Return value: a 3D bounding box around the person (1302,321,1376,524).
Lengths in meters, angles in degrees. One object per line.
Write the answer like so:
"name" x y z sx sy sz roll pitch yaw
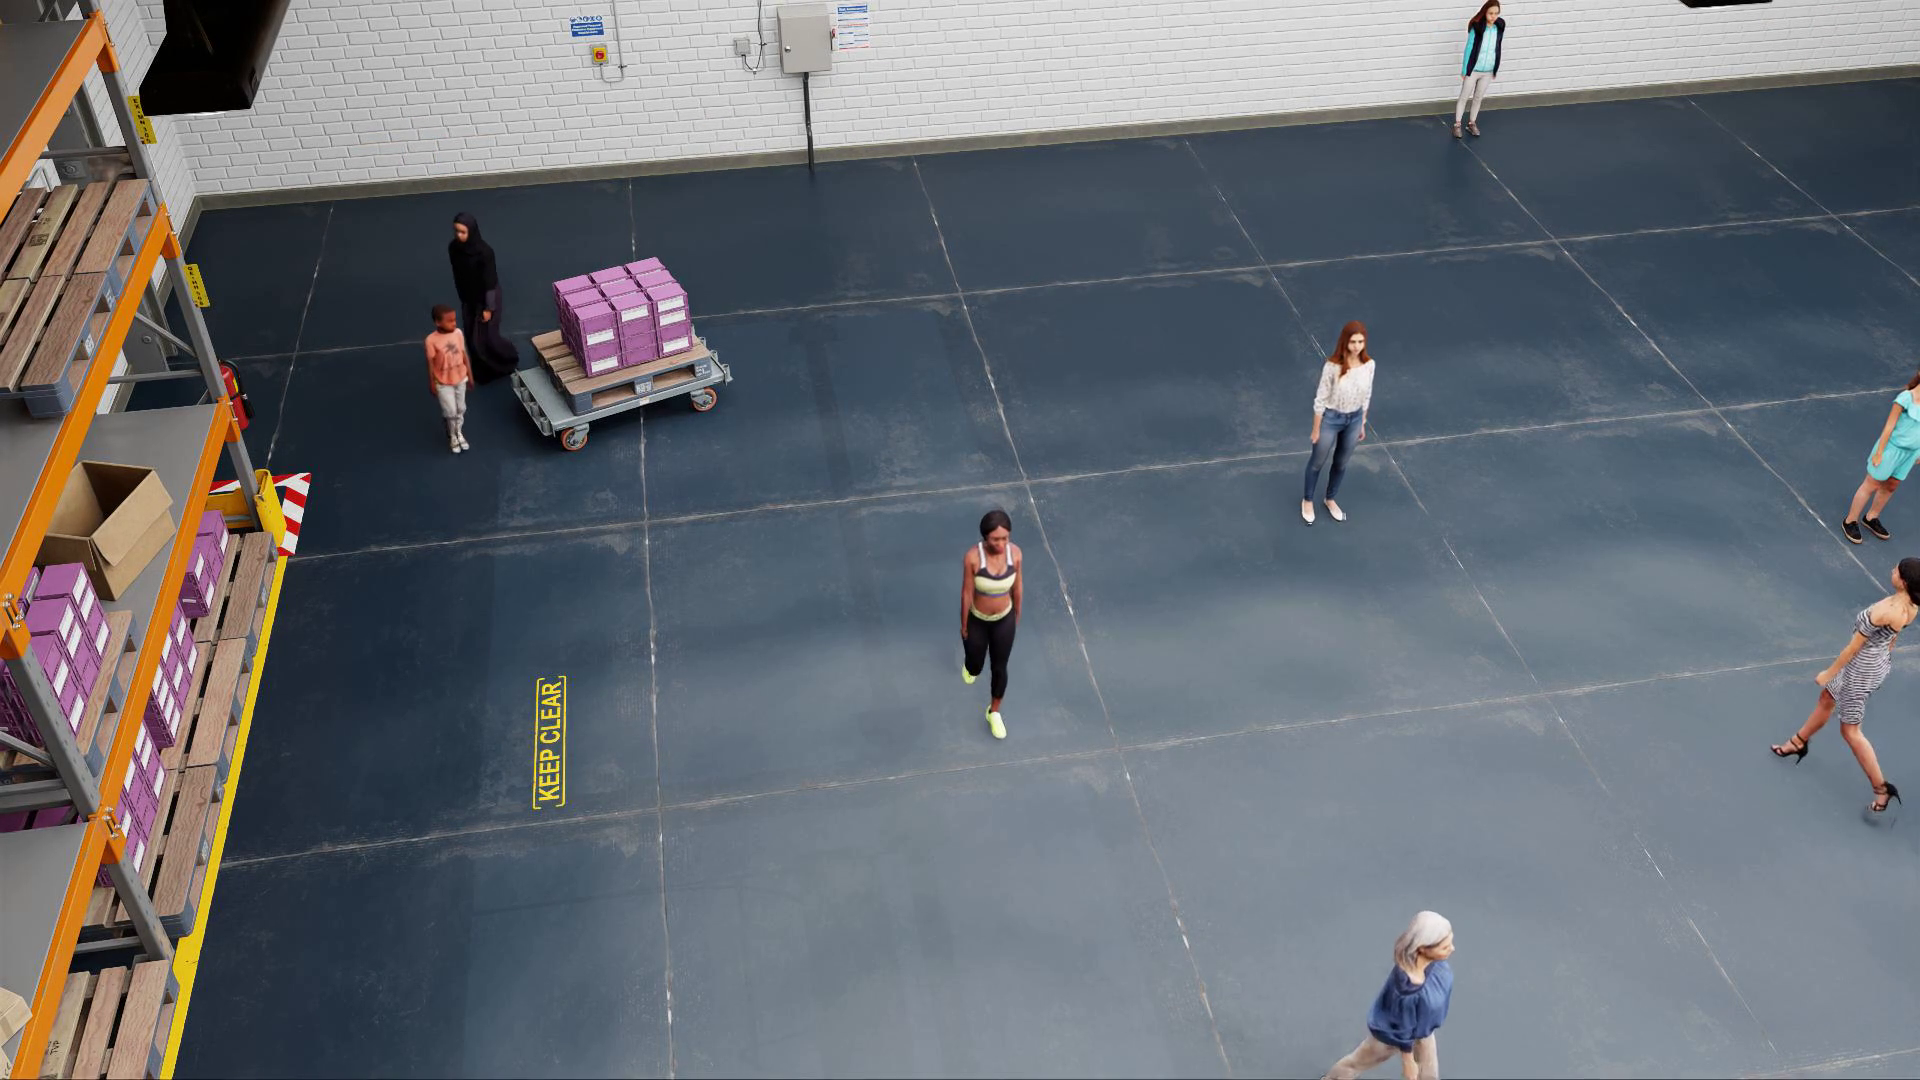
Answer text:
"person" 2.830 -0.892 12.422 0.580 1.726 0.516 -5 39 -6

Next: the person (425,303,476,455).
"person" -4.112 -1.328 13.314 0.587 1.295 0.609 -24 44 -27

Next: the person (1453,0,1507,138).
"person" 5.569 -5.068 17.839 0.563 1.494 0.562 -5 39 -6

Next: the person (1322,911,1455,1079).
"person" 2.120 2.412 8.342 1.137 1.656 1.083 24 44 27

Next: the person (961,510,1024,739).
"person" 0.172 0.469 10.707 0.551 1.741 0.848 -7 39 -8

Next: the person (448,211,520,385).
"person" -3.982 -2.052 13.968 0.810 1.611 0.883 21 43 24

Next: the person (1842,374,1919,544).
"person" 6.944 -0.682 12.295 0.542 1.558 0.521 -5 39 -6

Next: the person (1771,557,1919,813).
"person" 5.565 0.896 10.133 0.950 1.789 1.142 -29 47 -31
